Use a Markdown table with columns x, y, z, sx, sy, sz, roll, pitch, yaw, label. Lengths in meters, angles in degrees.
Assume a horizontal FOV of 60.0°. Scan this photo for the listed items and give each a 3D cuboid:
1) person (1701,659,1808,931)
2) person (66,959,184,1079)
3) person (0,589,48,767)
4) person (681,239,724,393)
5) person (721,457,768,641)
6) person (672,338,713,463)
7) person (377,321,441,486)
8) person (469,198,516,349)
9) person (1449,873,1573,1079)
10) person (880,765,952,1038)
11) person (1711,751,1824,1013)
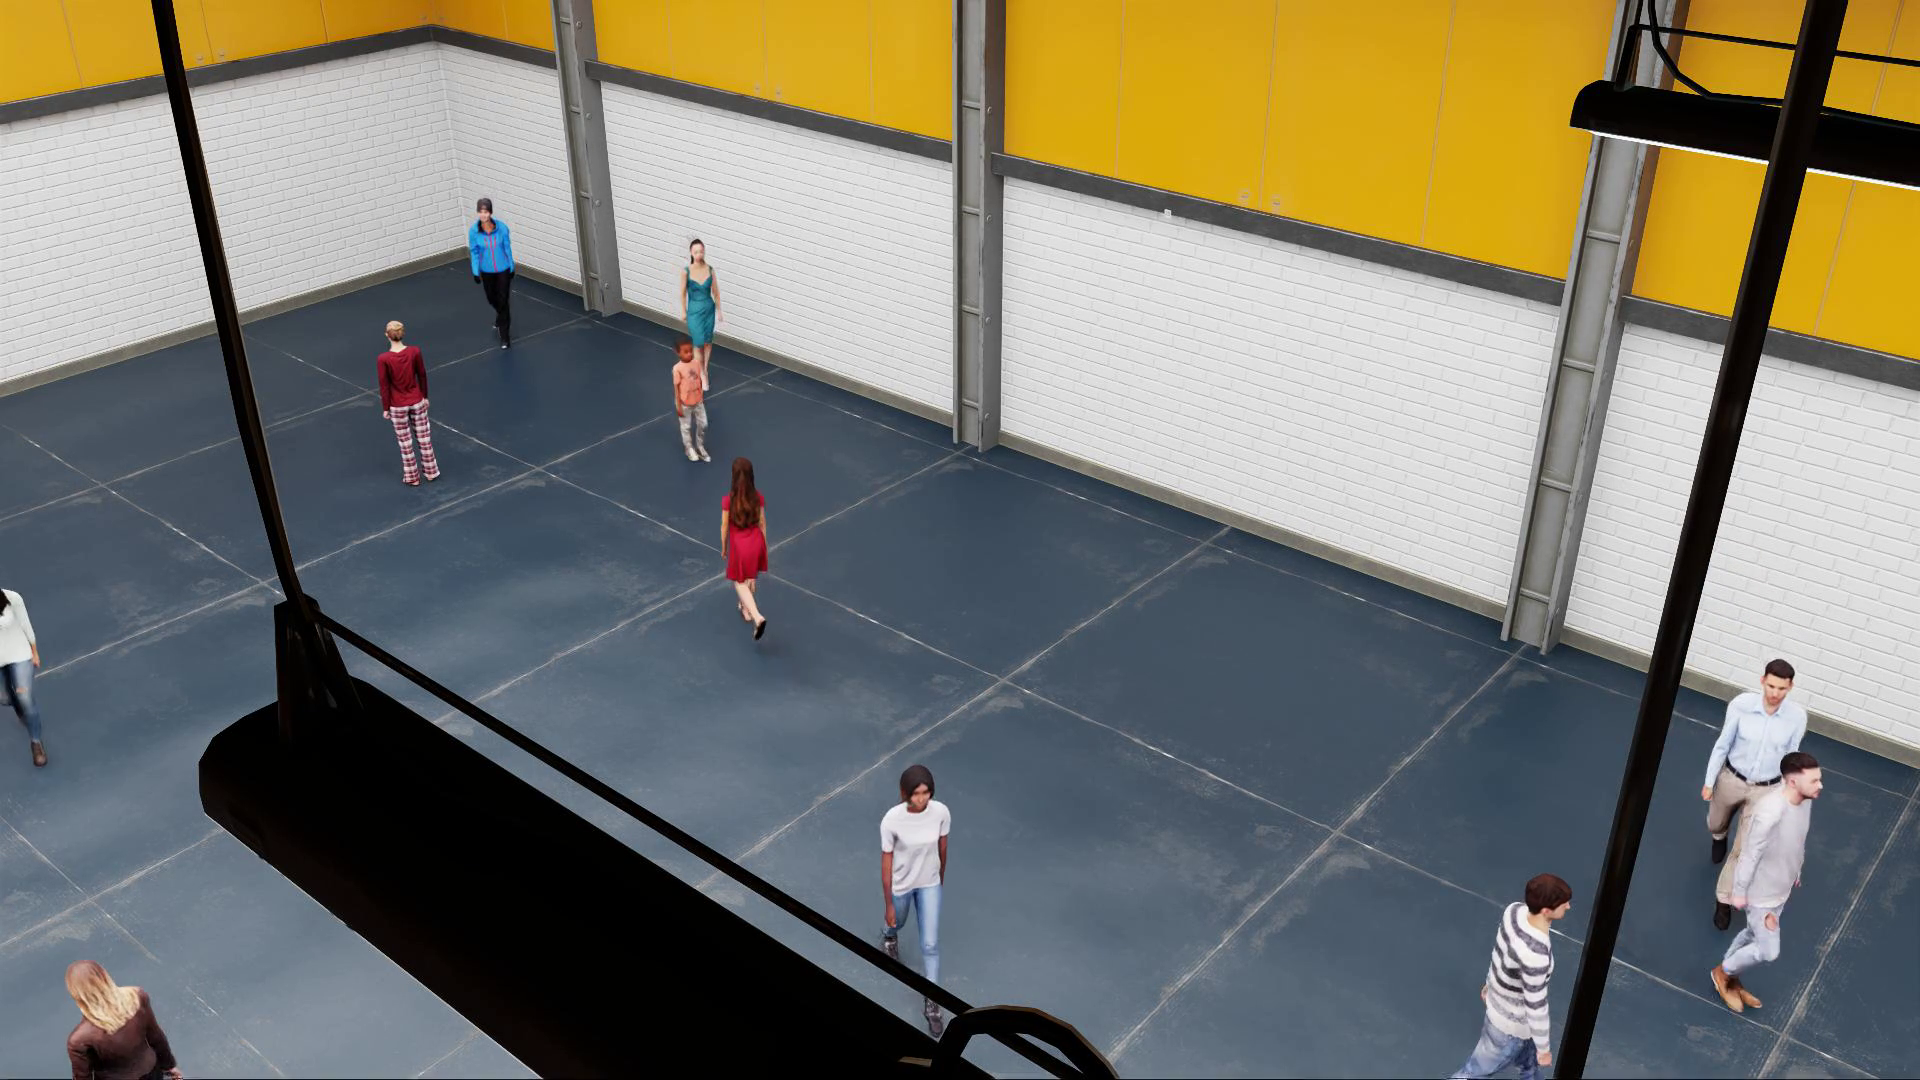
| x | y | z | sx | sy | sz | roll | pitch | yaw | label |
| --- | --- | --- | --- | --- | --- | --- | --- | --- | --- |
| 5.073 | 1.542 | 10.704 | 1.182 | 1.812 | 0.915 | 13 | 31 | 22 | person |
| -4.160 | 2.824 | 8.479 | 0.736 | 1.691 | 0.725 | 11 | 31 | 19 | person |
| -6.995 | 0.841 | 12.179 | 0.817 | 1.629 | 1.037 | -14 | 32 | -24 | person |
| -2.852 | -2.494 | 18.252 | 0.749 | 1.668 | 0.820 | -10 | 30 | -18 | person |
| -1.746 | 0.087 | 13.665 | 0.757 | 1.531 | 1.003 | -14 | 32 | -24 | person |
| -2.748 | -1.425 | 16.677 | 0.557 | 1.300 | 0.613 | -18 | 34 | -30 | person |
| -5.362 | -1.340 | 16.104 | 0.660 | 1.699 | 0.567 | -21 | 35 | -33 | person |
| -5.388 | -3.139 | 19.330 | 1.012 | 1.769 | 1.076 | -1 | 29 | -2 | person |
| 2.850 | 2.540 | 8.888 | 1.273 | 1.798 | 1.101 | 3 | 29 | 6 | person |
| -0.316 | 2.031 | 9.942 | 1.030 | 1.682 | 1.217 | -8 | 30 | -14 | person |
| 4.704 | 1.992 | 9.859 | 0.746 | 1.830 | 0.680 | -21 | 35 | -33 | person |
